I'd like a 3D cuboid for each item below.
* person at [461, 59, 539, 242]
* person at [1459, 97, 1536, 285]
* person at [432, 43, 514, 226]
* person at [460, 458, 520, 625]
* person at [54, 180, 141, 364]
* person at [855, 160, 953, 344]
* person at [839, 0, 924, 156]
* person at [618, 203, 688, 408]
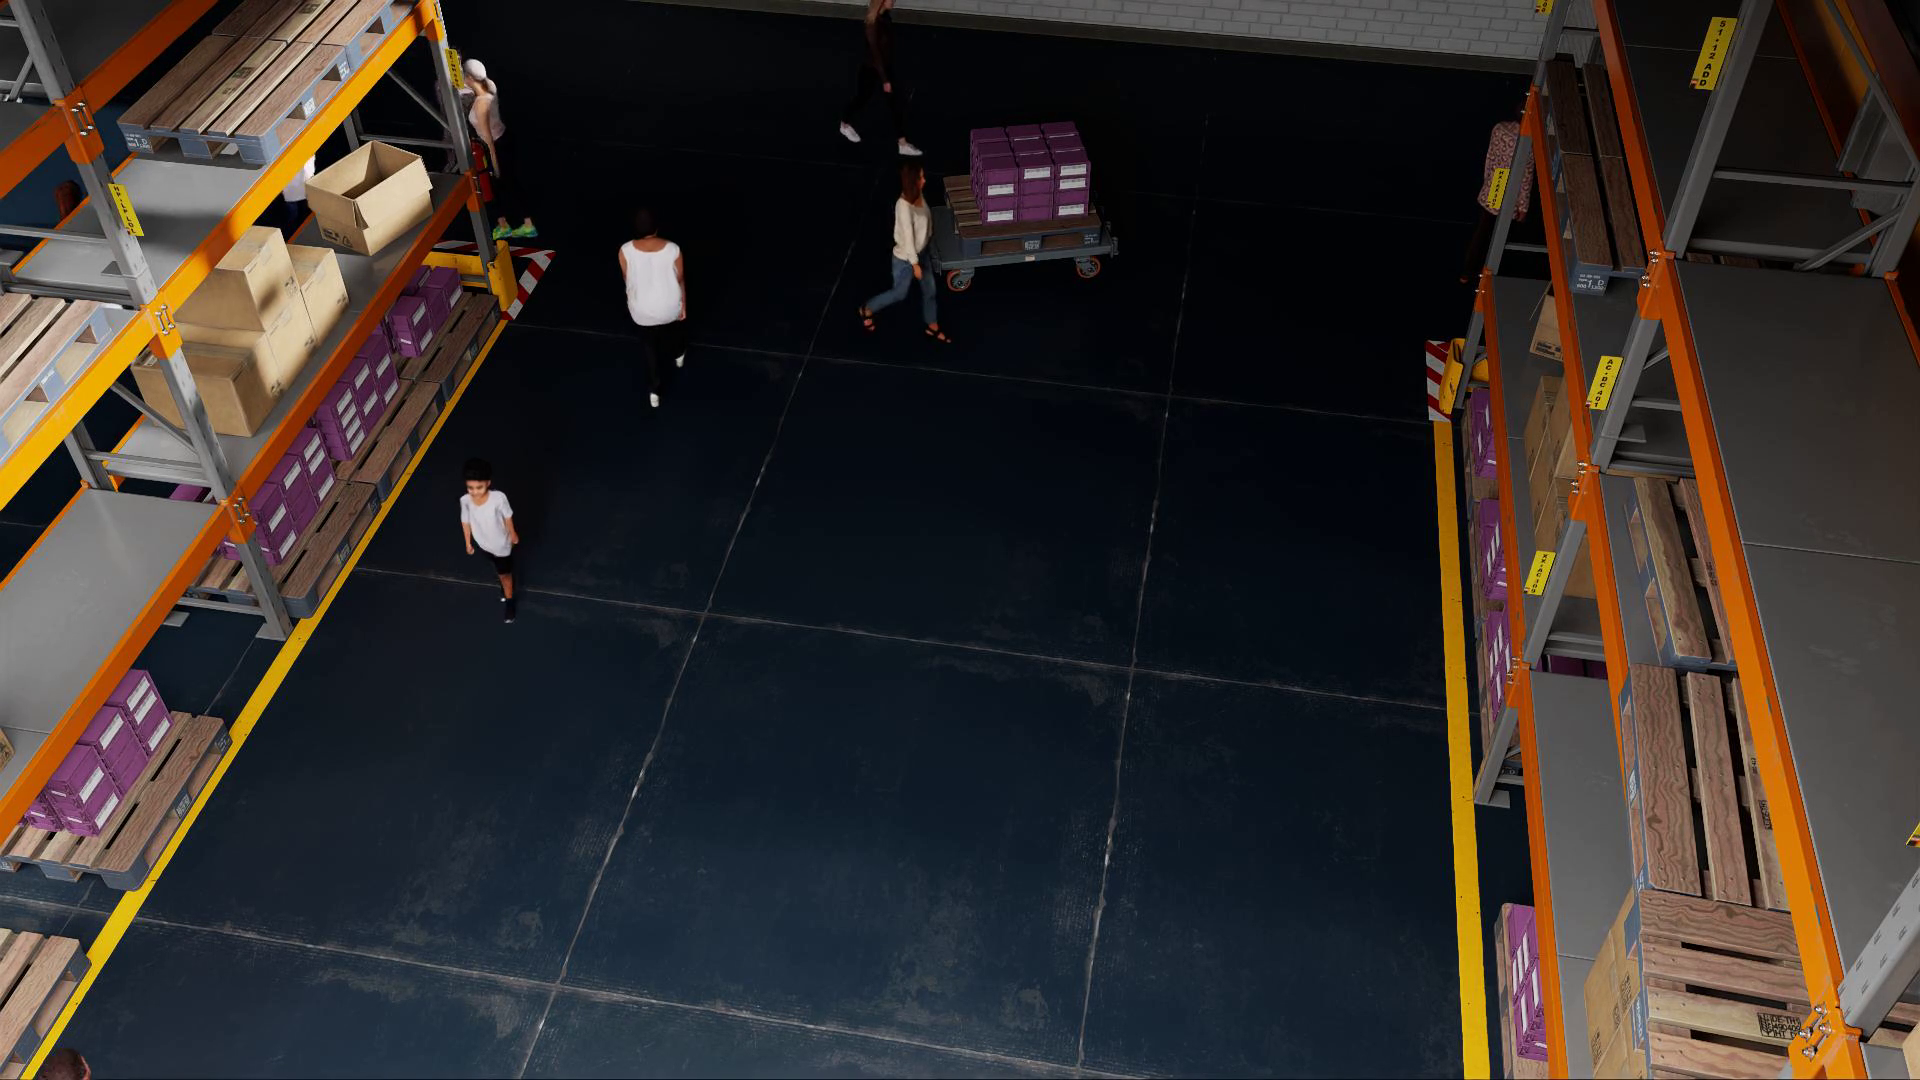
[{"bbox_3d":[-3.937,-3.385,14.525,0.731,1.679,0.648,0,44,0],"label":"person"},{"bbox_3d":[4.535,-2.865,13.887,0.841,1.807,0.738,-18,46,-18],"label":"person"},{"bbox_3d":[-4.474,-3.632,14.787,1.051,1.675,1.152,33,52,29],"label":"person"},{"bbox_3d":[-3.193,-0.092,11.381,0.553,1.249,0.727,1,44,1],"label":"person"},{"bbox_3d":[-6.658,-1.948,12.992,0.869,1.714,1.130,-7,44,-8],"label":"person"},{"bbox_3d":[-0.482,-2.300,13.408,0.790,1.648,1.031,14,45,14],"label":"person"},{"bbox_3d":[-0.867,-4.395,15.603,0.902,1.656,1.145,20,47,20],"label":"person"},{"bbox_3d":[-2.372,-1.807,12.889,0.862,1.651,1.171,-5,44,-5],"label":"person"}]
